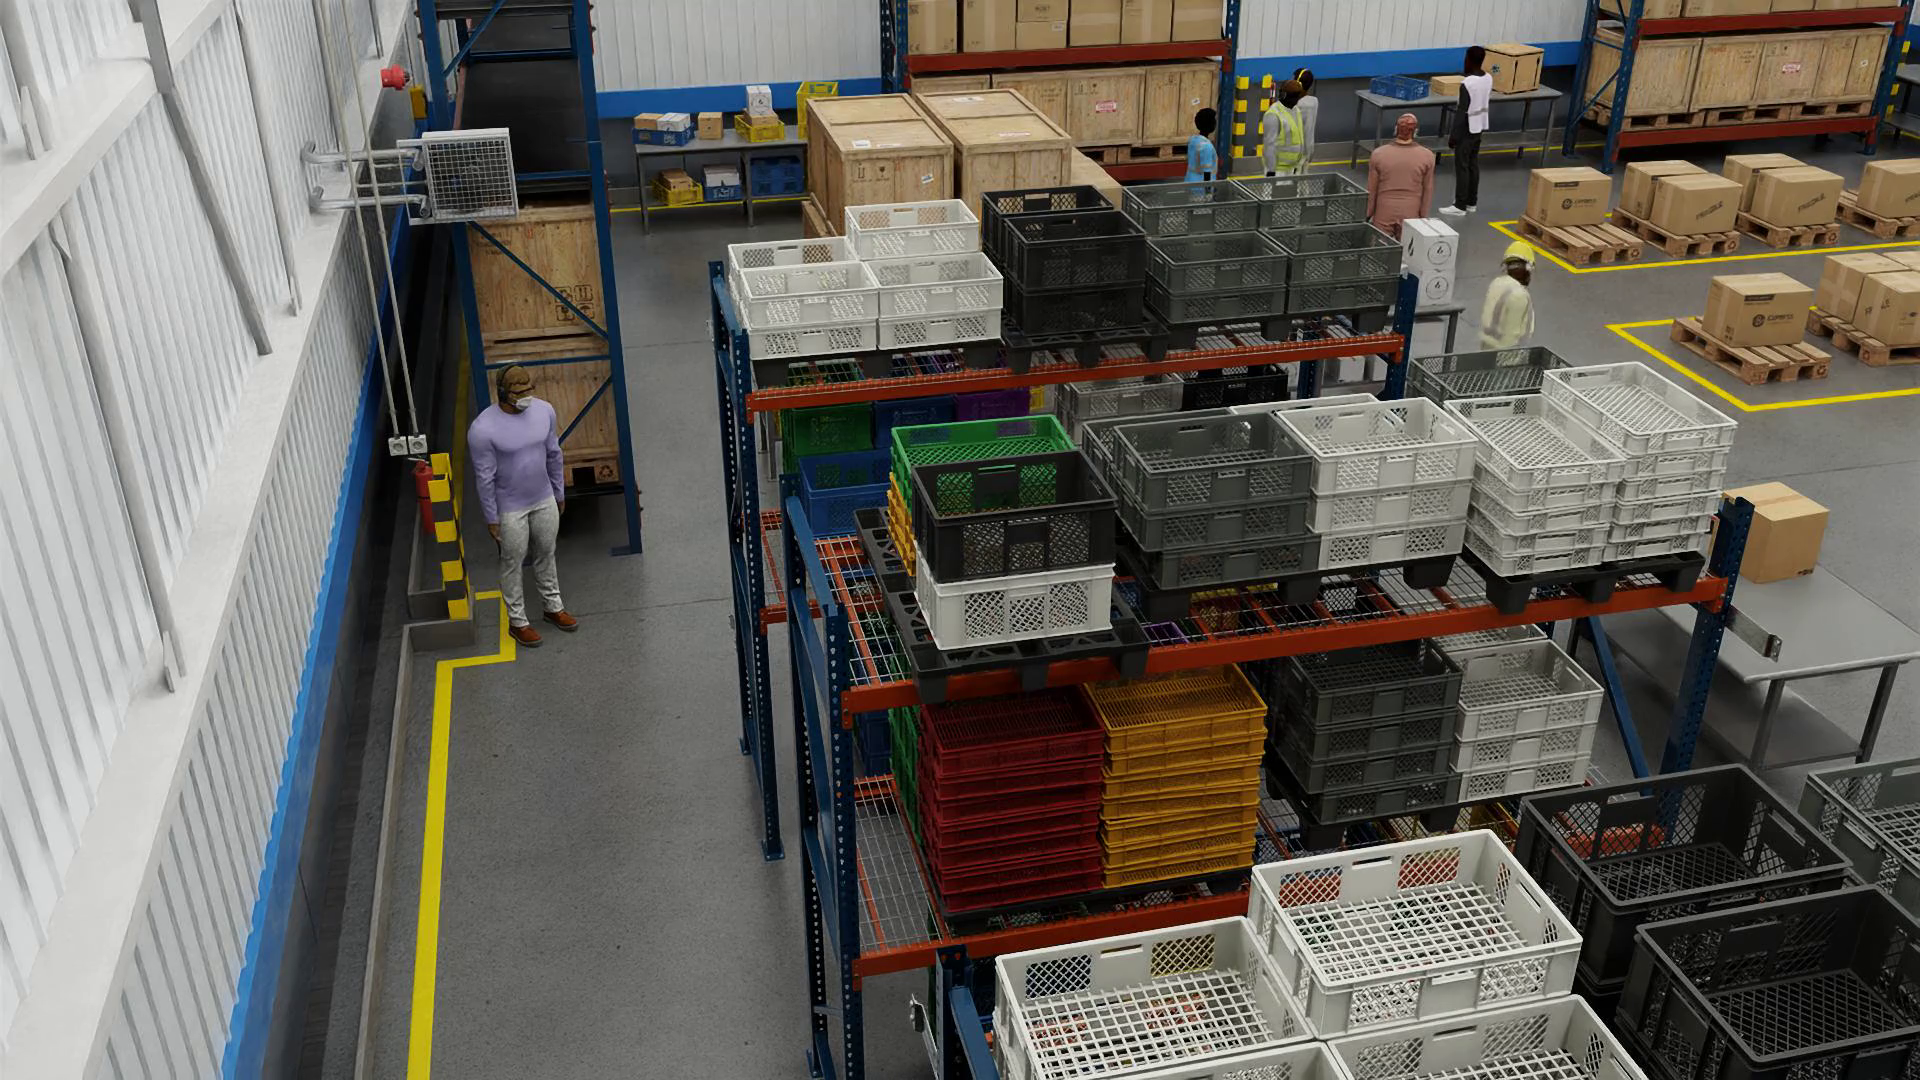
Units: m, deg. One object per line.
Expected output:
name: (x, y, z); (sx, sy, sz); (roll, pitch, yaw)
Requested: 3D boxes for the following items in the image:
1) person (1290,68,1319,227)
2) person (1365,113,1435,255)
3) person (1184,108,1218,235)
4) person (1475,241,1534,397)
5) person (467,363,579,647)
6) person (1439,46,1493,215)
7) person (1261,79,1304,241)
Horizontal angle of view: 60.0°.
person: (3.731, -4.261, 18.398); (0.333, 1.872, 0.515); (20, 34, 33)
person: (4.321, -3.256, 16.454); (0.641, 1.908, 0.408); (6, 28, 11)
person: (2.531, -3.694, 17.505); (0.319, 1.697, 0.532); (-5, 28, -10)
person: (4.279, -1.429, 13.123); (0.428, 1.781, 0.740); (1, 28, 2)
person: (-2.801, -0.240, 10.708); (0.374, 1.933, 0.625); (23, 35, 36)
person: (5.910, -4.742, 19.268); (0.384, 1.913, 0.592); (24, 36, 38)
person: (3.501, -4.082, 18.095); (0.430, 1.839, 0.619); (18, 33, 31)
